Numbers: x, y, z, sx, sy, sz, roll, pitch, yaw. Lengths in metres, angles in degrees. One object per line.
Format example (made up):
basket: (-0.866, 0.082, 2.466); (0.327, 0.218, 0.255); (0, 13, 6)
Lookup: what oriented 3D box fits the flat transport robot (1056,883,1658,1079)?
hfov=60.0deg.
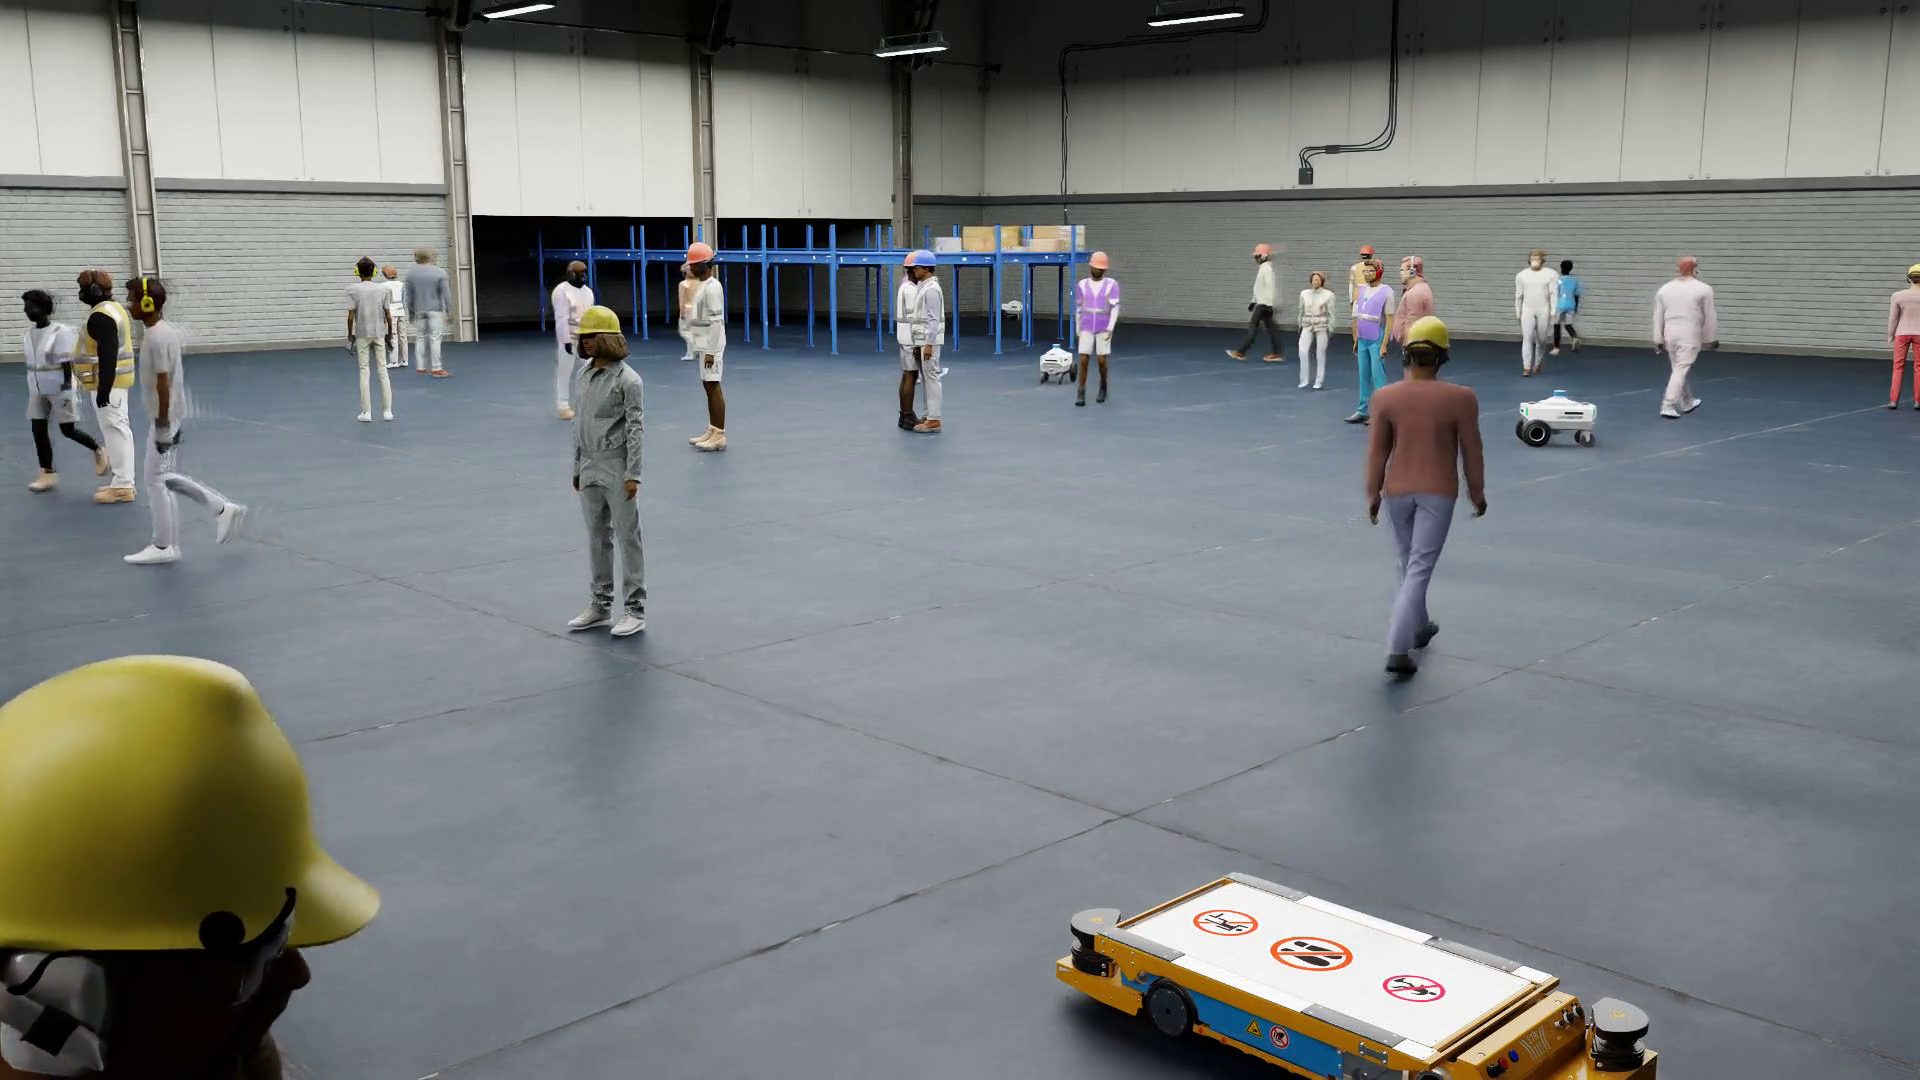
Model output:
flat transport robot: (1.002, 1.205, 4.401); (0.652, 0.197, 1.431); (-10, 14, -44)

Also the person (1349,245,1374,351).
person: (7.401, -4.423, 30.427); (0.551, 1.935, 0.375); (7, 12, 32)

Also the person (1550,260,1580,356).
person: (10.666, -4.084, 29.283); (0.537, 1.686, 0.520); (-2, 11, -10)

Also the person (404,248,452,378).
person: (-7.934, -3.382, 24.821); (0.675, 1.918, 0.391); (1, 10, 4)

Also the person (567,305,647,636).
person: (-1.886, -0.367, 8.838); (0.484, 1.745, 0.297); (7, 13, 34)

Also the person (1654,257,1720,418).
person: (8.503, -2.363, 19.437); (1.026, 1.850, 0.647); (-7, 13, -34)

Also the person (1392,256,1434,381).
person: (4.683, -1.981, 17.246); (0.401, 1.898, 0.636); (4, 11, 20)

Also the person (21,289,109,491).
person: (-7.565, -1.274, 13.969); (0.536, 1.671, 0.659); (3, 11, 15)

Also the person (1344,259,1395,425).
person: (4.641, -2.223, 18.680); (0.390, 1.846, 0.565); (-5, 12, -26)

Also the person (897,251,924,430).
person: (-0.497, -2.188, 18.245); (0.373, 1.933, 0.551); (-2, 11, -12)

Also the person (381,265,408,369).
person: (-9.048, -3.565, 26.569); (0.311, 1.639, 0.512); (5, 11, 23)

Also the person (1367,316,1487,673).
person: (2.285, -0.233, 8.193); (0.527, 1.718, 0.923); (8, 13, 39)

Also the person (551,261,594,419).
person: (-4.332, -2.283, 19.105); (0.892, 1.801, 0.645); (6, 12, 32)

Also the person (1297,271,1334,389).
person: (4.854, -2.866, 22.780); (0.537, 1.612, 0.644); (6, 12, 31)

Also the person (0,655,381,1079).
person: (-0.576, 0.982, 1.258); (0.404, 1.828, 0.587); (-2, 11, -11)

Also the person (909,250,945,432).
person: (-0.357, -2.155, 18.031); (0.388, 1.949, 0.602); (-2, 11, -9)

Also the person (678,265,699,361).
person: (-4.529, -3.828, 28.038); (0.480, 1.627, 0.518); (6, 12, 30)

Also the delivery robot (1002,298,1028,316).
delivery robot: (1.381, -5.810, 41.623); (0.477, 0.478, 0.707); (-10, 14, -44)

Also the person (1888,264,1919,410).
person: (11.597, -2.470, 20.268); (0.523, 1.760, 0.325); (6, 12, 30)

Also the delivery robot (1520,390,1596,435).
delivery robot: (6.087, -1.281, 16.930); (0.707, 0.478, 0.477); (2, 11, 9)

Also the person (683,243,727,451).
person: (-2.520, -1.912, 16.473); (0.392, 2.034, 0.605); (-3, 11, -16)

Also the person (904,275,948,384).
person: (-0.507, -3.197, 23.890); (0.612, 1.876, 0.954); (5, 12, 27)

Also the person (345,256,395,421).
person: (-6.757, -2.301, 19.044); (0.531, 1.870, 0.316); (-6, 12, -31)

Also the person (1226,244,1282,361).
person: (5.008, -3.997, 28.074); (1.005, 1.945, 0.621); (2, 11, 9)

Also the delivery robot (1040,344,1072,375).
delivery robot: (1.398, -2.596, 24.099); (0.477, 0.478, 0.707); (3, 11, 16)

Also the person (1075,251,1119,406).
person: (1.697, -2.633, 20.726); (0.559, 1.910, 0.514); (3, 11, 14)

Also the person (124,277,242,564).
person: (-5.132, -0.782, 10.828); (0.636, 1.854, 0.515); (-4, 11, -23)

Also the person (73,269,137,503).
person: (-6.832, -1.234, 13.305); (0.429, 1.840, 0.635); (-4, 11, -19)

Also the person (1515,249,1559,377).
person: (8.749, -3.463, 25.271); (0.629, 1.917, 0.883); (4, 11, 21)
